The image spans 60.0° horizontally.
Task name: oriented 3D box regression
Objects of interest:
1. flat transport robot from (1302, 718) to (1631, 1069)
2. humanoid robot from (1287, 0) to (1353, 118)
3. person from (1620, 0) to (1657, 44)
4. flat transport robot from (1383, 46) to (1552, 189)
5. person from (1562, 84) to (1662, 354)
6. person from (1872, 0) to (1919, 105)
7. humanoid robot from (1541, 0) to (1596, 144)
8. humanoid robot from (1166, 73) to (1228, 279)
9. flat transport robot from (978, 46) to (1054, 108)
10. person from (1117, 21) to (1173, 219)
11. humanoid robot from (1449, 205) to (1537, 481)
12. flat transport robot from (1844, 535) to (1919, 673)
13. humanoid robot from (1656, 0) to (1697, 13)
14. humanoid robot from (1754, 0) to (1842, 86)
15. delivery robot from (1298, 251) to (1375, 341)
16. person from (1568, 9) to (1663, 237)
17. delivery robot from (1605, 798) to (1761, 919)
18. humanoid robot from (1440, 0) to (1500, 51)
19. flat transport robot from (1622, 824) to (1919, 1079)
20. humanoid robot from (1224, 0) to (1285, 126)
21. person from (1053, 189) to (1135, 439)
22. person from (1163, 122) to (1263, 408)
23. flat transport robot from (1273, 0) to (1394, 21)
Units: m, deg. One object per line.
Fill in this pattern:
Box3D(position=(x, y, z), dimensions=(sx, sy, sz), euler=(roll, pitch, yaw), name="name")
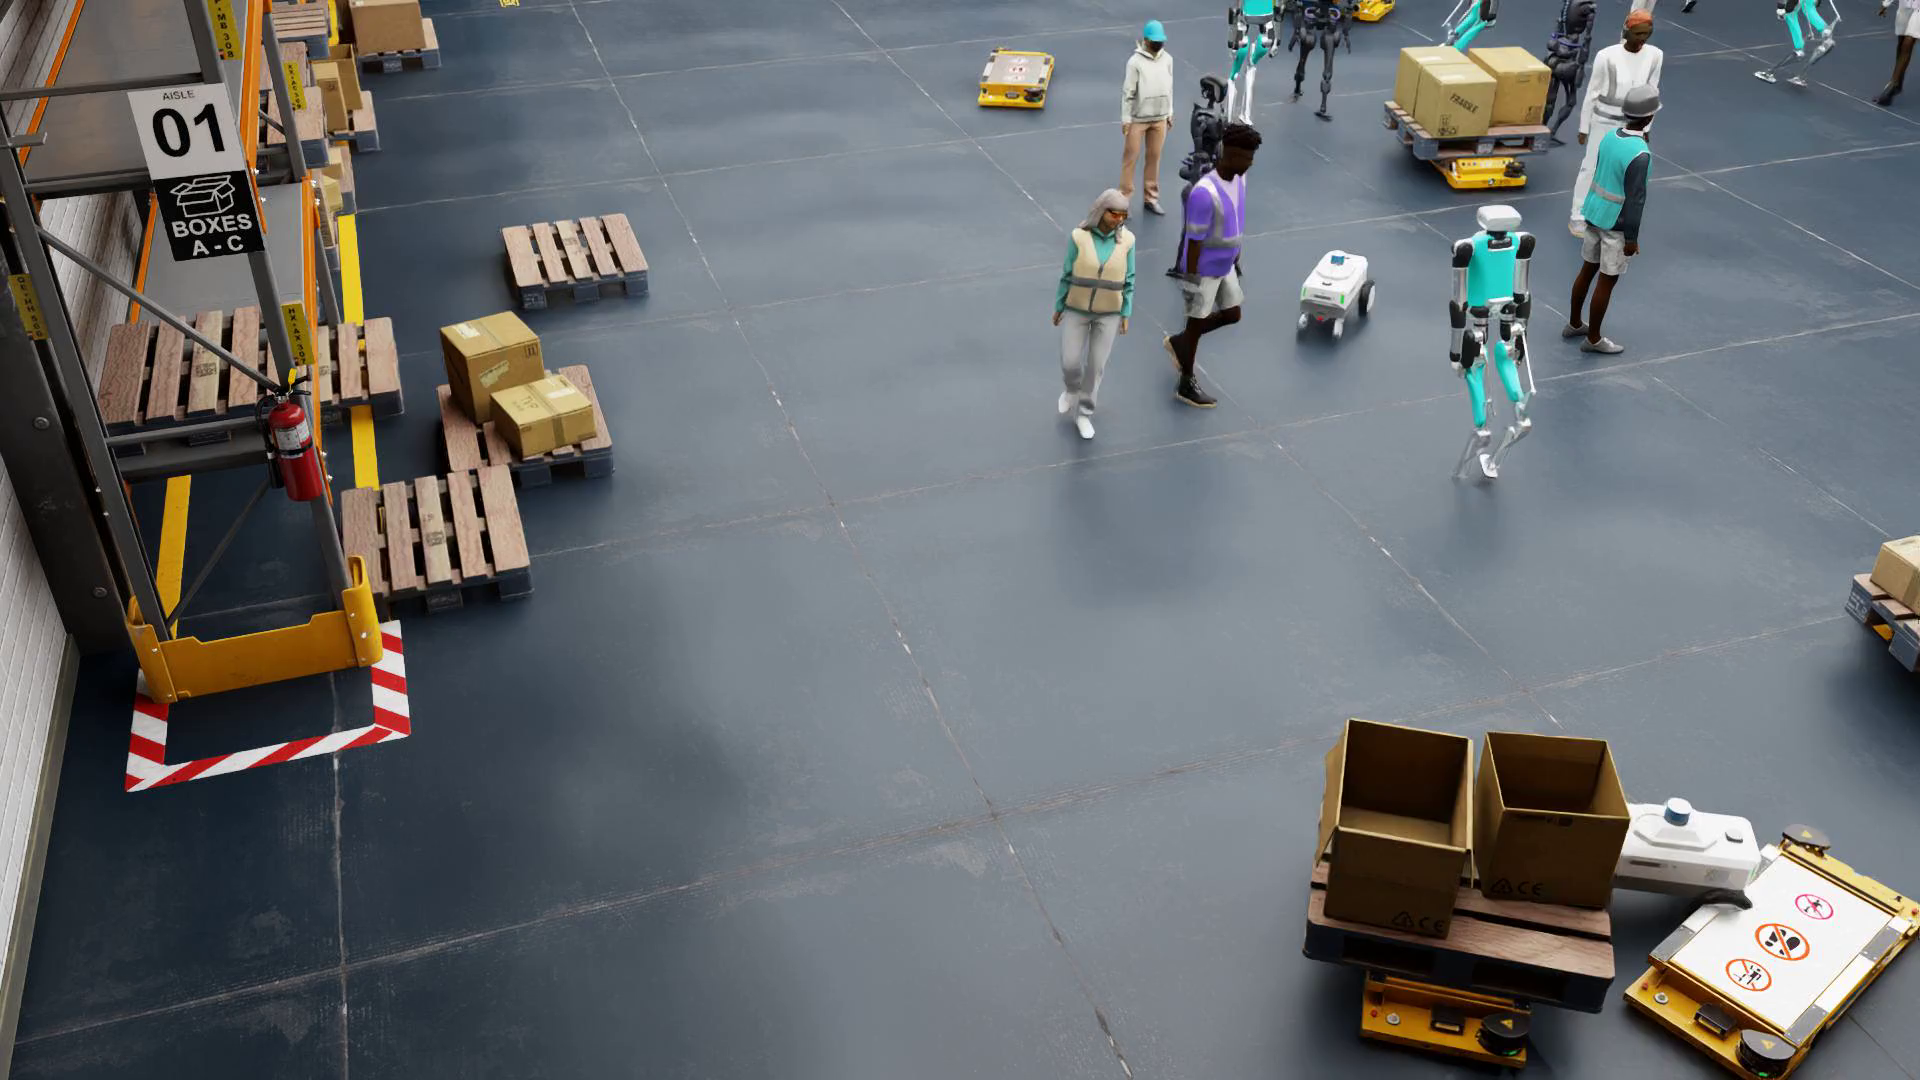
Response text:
Box3D(position=(2.139, 1.656, 7.319), dimensions=(0.659, 0.231, 1.431), euler=(8, 34, 12), name="flat transport robot")
Box3D(position=(3.540, -4.997, 16.286), dimensions=(0.599, 1.656, 0.711), euler=(2, 33, 4), name="humanoid robot")
Box3D(position=(7.284, -5.909, 17.457), dimensions=(0.463, 1.870, 0.357), euler=(-23, 40, -31), name="person")
Box3D(position=(4.635, -3.593, 15.369), dimensions=(0.659, 0.231, 1.431), euler=(-4, 33, -6), name="flat transport robot")
Box3D(position=(4.624, -2.264, 11.799), dimensions=(0.417, 1.943, 0.554), euler=(-6, 34, -9), name="person")
Box3D(position=(9.412, -5.297, 16.478), dimensions=(0.874, 1.904, 0.564), euler=(-22, 39, -30), name="person")
Box3D(position=(5.650, -4.505, 15.481), dimensions=(0.321, 1.645, 0.593), euler=(-6, 34, -9), name="humanoid robot")
Box3D(position=(1.881, -2.788, 12.850), dimensions=(0.455, 1.645, 0.590), euler=(14, 36, 21), name="humanoid robot")
Box3D(position=(0.591, -4.782, 17.192), dimensions=(0.659, 0.231, 1.431), euler=(4, 33, 6), name="flat transport robot")
Box3D(position=(1.578, -3.521, 13.982), dimensions=(0.479, 1.680, 0.383), euler=(-12, 35, -18), name="person")
Box3D(position=(3.315, -1.084, 10.210), dimensions=(0.536, 1.798, 0.832), euler=(-9, 34, -13), name="humanoid robot")
Box3D(position=(5.494, 0.686, 8.806), dimensions=(0.659, 0.231, 1.431), euler=(-5, 33, -8), name="flat transport robot")
Box3D(position=(8.425, -7.044, 19.348), dimensions=(0.545, 1.790, 0.919), euler=(-12, 35, -18), name="humanoid robot")
Box3D(position=(8.590, -5.396, 16.791), dimensions=(0.553, 1.772, 0.839), euler=(-13, 35, -19), name="humanoid robot")
Box3D(position=(2.811, -1.878, 12.491), dimensions=(0.499, 0.609, 0.807), euler=(15, 36, 21), name="delivery robot")
Box3D(position=(5.354, -3.396, 13.598), dimensions=(0.596, 1.877, 0.362), euler=(-4, 33, -6), name="person")
Box3D(position=(3.176, 1.416, 7.430), dimensions=(0.775, 0.601, 0.499), euler=(6, 34, 9), name="delivery robot")
Box3D(position=(5.130, -5.337, 16.684), dimensions=(0.670, 1.774, 0.530), euler=(-2, 33, -4), name="humanoid robot")
Box3D(position=(3.543, 1.761, 7.158), dimensions=(1.431, 0.231, 0.659), euler=(-25, 41, -33), name="flat transport robot")
Box3D(position=(2.761, -4.797, 15.914), dimensions=(0.532, 1.846, 0.681), euler=(-3, 33, -5), name="humanoid robot")
Box3D(position=(0.865, -1.485, 10.839), dimensions=(0.510, 1.681, 0.443), euler=(0, 33, 0), name="person")
Box3D(position=(1.651, -1.864, 11.196), dimensions=(0.526, 1.932, 0.686), euler=(25, 41, 33), name="person")
Box3D(position=(4.341, -6.395, 19.666), dimensions=(1.431, 0.231, 0.659), euler=(17, 37, 24), name="flat transport robot")
